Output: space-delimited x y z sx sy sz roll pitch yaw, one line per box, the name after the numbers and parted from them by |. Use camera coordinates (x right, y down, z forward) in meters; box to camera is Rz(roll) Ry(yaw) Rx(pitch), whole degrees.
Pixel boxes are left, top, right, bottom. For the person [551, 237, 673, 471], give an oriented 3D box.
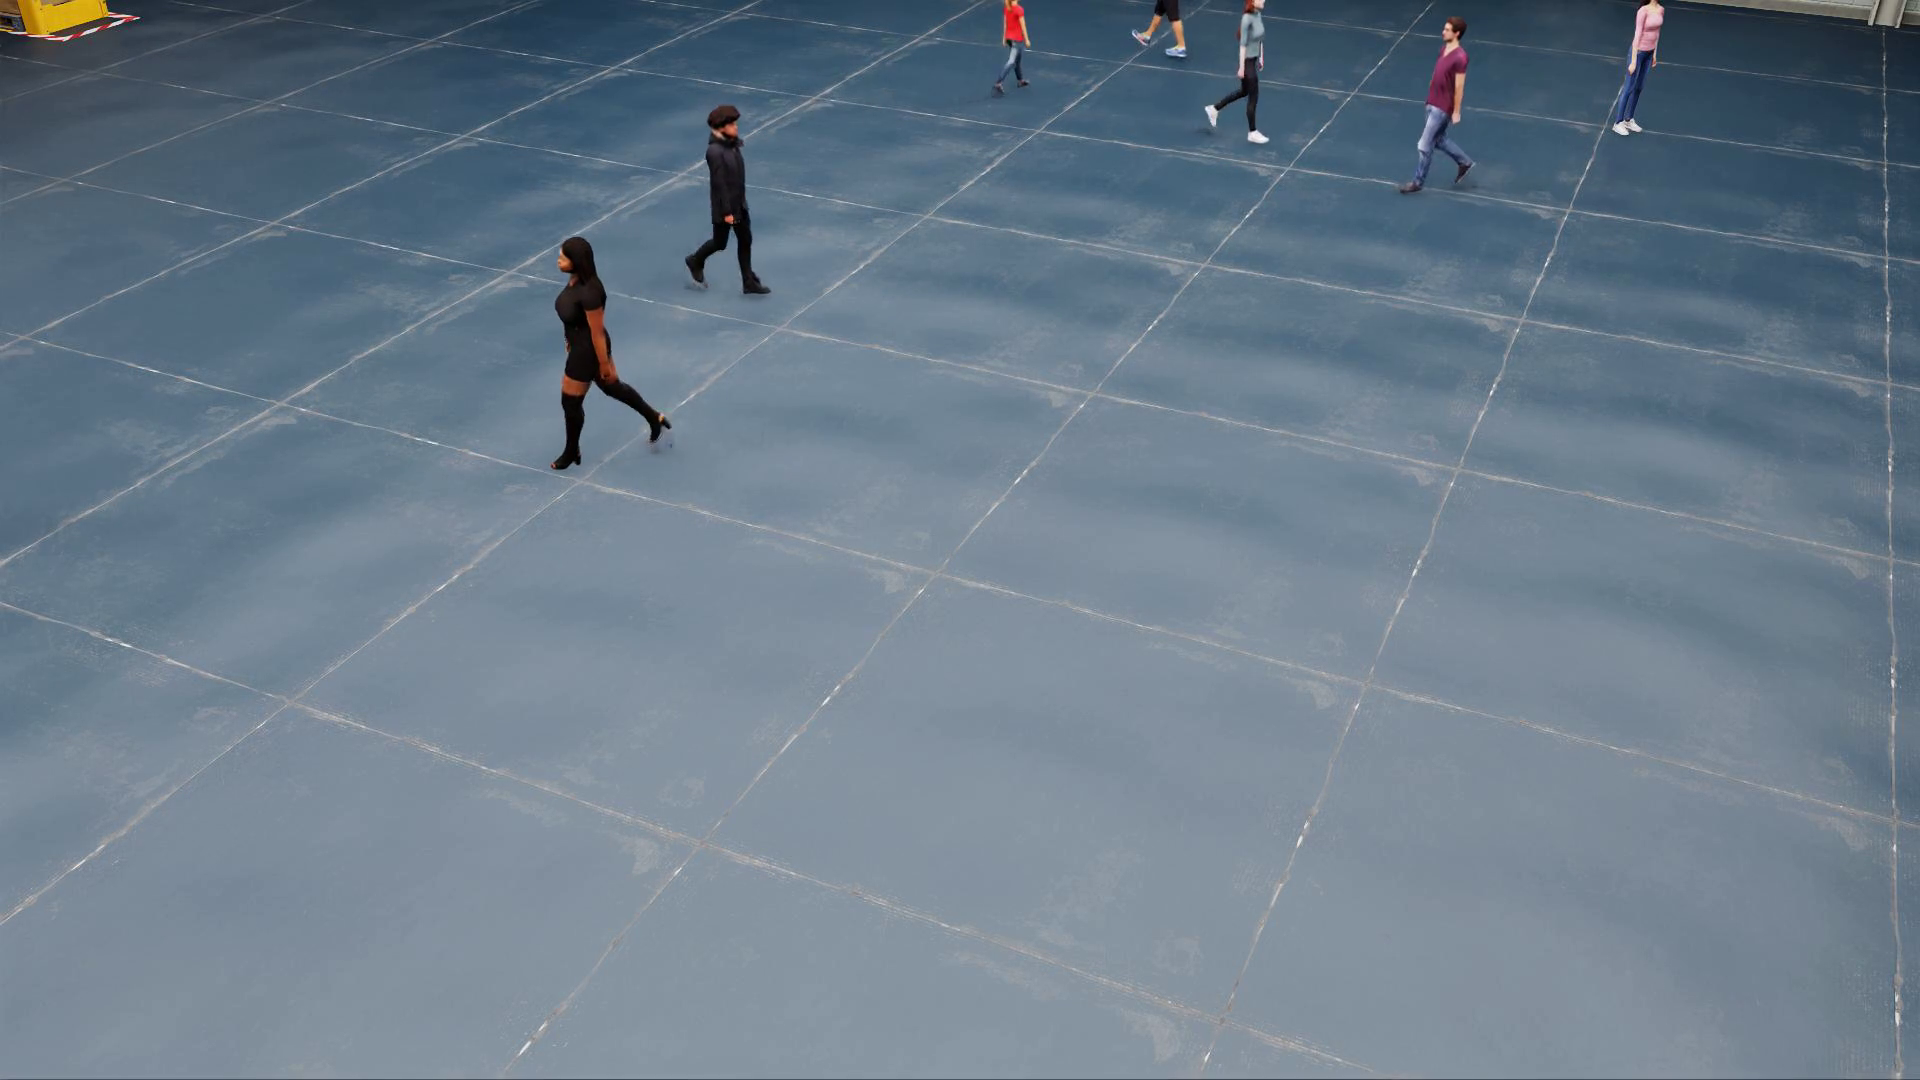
-2.661 -1.393 12.396 1.232 1.814 1.123 -8 33 -13 | person

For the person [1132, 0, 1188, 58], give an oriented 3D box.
2.803 -7.180 21.561 1.210 1.824 0.810 22 38 31 | person

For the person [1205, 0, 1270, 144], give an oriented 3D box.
3.186 -5.368 18.783 1.037 1.723 0.616 17 36 24 | person

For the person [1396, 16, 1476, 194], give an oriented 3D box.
5.104 -4.529 17.358 1.219 1.825 1.040 -4 32 -6 | person

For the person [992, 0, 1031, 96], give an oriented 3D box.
0.620 -6.117 20.373 0.812 1.295 0.885 -21 38 -29 | person

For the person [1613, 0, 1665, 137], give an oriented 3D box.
7.811 -5.556 19.063 0.648 1.743 0.672 -18 37 -27 | person

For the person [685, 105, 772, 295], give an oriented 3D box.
-2.171 -3.062 15.093 1.059 1.761 0.600 13 35 20 | person
